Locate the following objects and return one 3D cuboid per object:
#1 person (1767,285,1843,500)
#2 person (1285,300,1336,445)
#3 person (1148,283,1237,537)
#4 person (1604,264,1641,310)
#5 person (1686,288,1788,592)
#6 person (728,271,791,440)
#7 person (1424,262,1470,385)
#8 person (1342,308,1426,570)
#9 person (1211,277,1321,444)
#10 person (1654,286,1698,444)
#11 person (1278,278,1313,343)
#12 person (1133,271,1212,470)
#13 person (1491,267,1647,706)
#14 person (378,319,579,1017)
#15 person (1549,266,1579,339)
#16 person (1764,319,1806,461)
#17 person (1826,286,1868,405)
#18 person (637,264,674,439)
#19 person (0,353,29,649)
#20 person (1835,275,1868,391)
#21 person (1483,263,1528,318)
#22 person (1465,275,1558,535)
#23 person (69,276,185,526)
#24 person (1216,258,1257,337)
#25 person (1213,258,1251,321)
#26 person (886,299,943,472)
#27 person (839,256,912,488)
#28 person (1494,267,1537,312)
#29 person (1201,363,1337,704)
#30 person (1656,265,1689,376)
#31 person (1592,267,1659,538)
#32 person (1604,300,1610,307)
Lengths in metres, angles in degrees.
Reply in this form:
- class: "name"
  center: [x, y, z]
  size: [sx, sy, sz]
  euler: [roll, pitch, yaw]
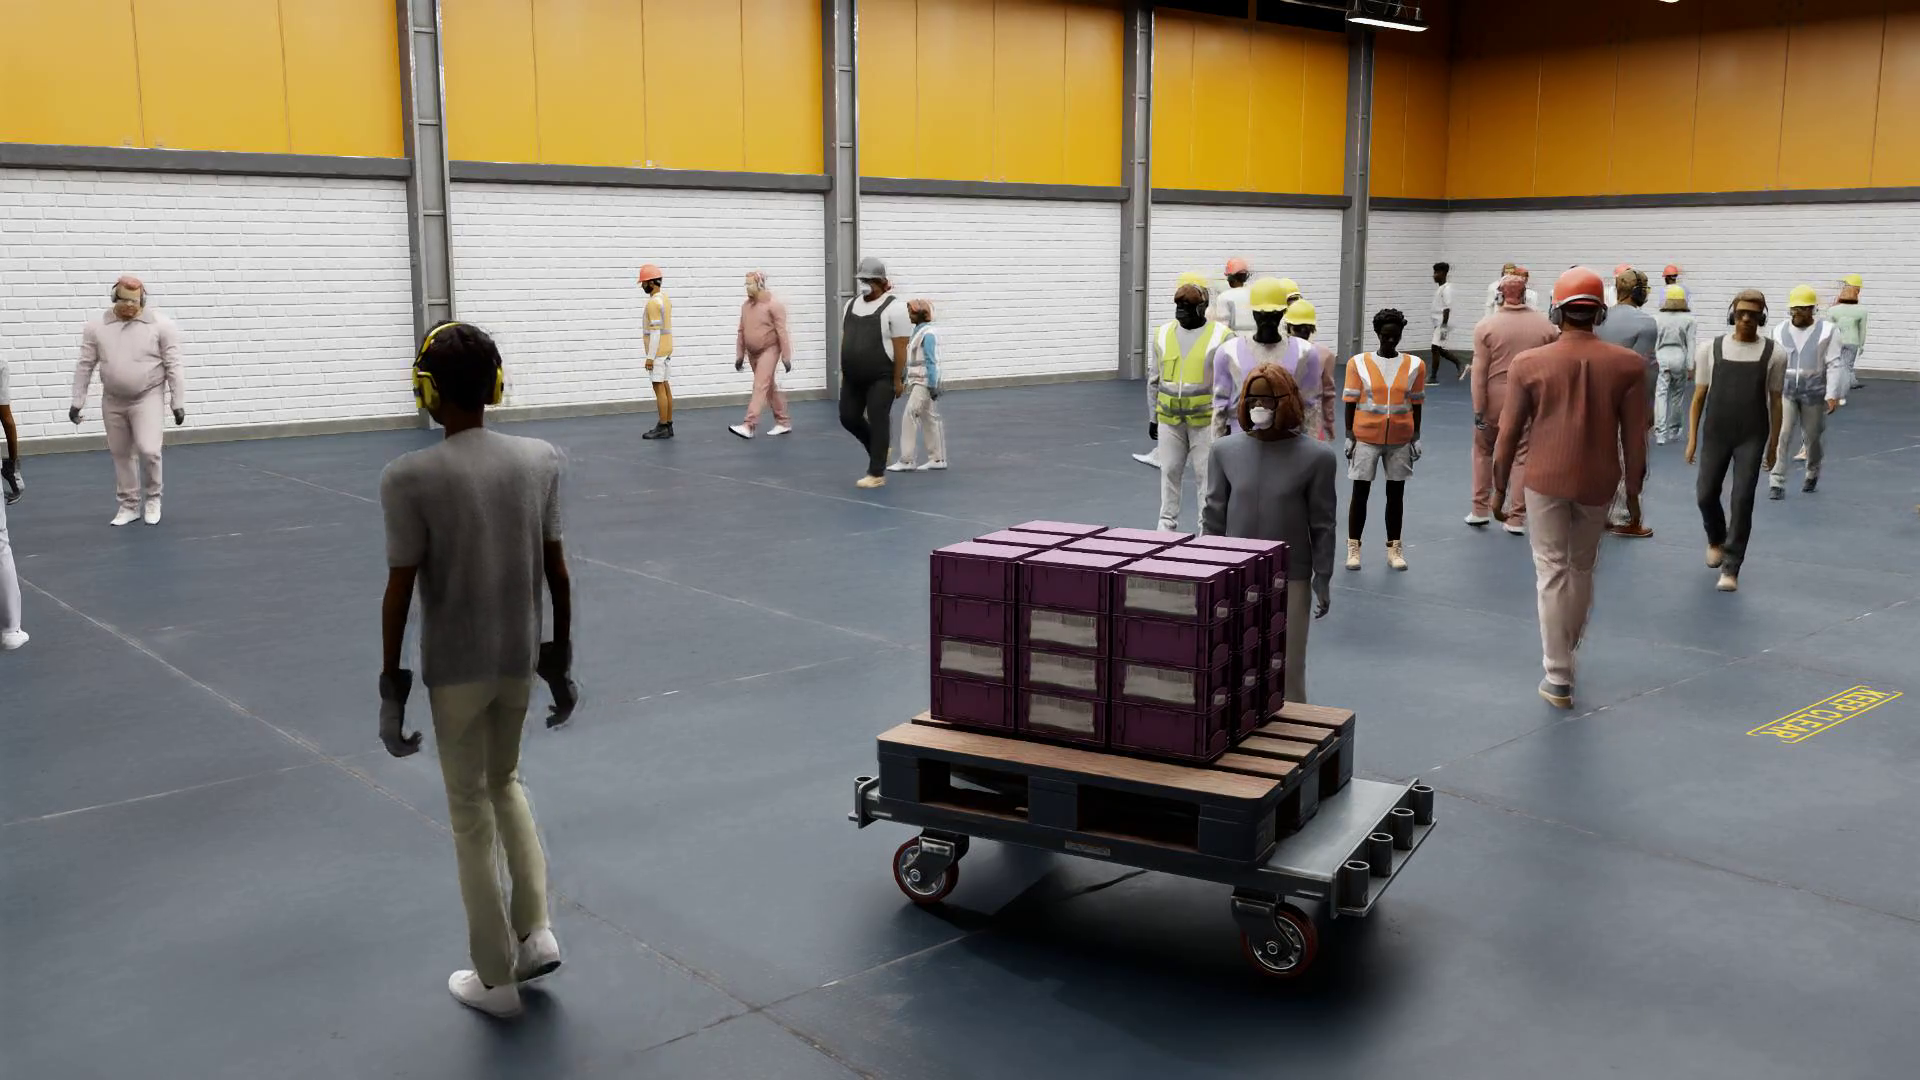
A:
- class: "person"
  center: [7.103, -1.252, 14.018]
  size: [0.588, 1.794, 0.892]
  euler: [7, 12, 34]
- class: "person"
  center: [2.322, -0.765, 11.339]
  size: [0.575, 1.720, 0.889]
  euler: [-1, 10, -4]
- class: "person"
  center: [1.567, -0.820, 11.335]
  size: [0.625, 1.840, 0.430]
  euler: [5, 11, 27]
- class: "person"
  center: [9.404, -2.987, 23.834]
  size: [0.562, 1.892, 0.930]
  euler: [7, 12, 35]
- class: "person"
  center: [4.742, -0.620, 10.178]
  size: [0.524, 1.833, 0.612]
  euler: [5, 11, 29]
- class: "person"
  center: [-2.252, -2.054, 18.527]
  size: [0.660, 1.844, 1.017]
  euler: [9, 13, 43]
- class: "person"
  center: [7.620, -3.382, 26.053]
  size: [0.753, 1.942, 0.607]
  euler: [1, 10, 4]
- class: "person"
  center: [2.725, -0.645, 10.728]
  size: [0.532, 1.696, 0.318]
  euler: [0, 10, 3]
- class: "person"
  center: [1.695, -0.492, 9.221]
  size: [0.585, 1.912, 0.430]
  euler: [0, 10, 3]
- class: "person"
  center: [7.725, -1.904, 18.085]
  size: [0.502, 1.684, 0.915]
  euler: [5, 11, 28]
- class: "person"
  center: [2.858, -1.367, 14.563]
  size: [0.404, 1.828, 0.592]
  euler: [7, 12, 36]
- class: "person"
  center: [2.144, -1.562, 15.556]
  size: [0.988, 1.871, 0.611]
  euler: [2, 10, 9]
- class: "person"
  center: [2.786, -0.271, 7.739]
  size: [0.647, 1.960, 0.905]
  euler: [1, 10, 4]
- class: "person"
  center: [-1.287, 0.354, 4.399]
  size: [0.386, 1.856, 0.549]
  euler: [9, 13, 42]
- class: "person"
  center: [8.592, -2.905, 23.416]
  size: [0.599, 1.891, 0.485]
  euler: [4, 11, 23]
- class: "person"
  center: [8.309, -1.627, 16.485]
  size: [0.320, 1.692, 0.531]
  euler: [-6, 11, -30]
- class: "person"
  center: [12.061, -2.648, 22.676]
  size: [0.500, 1.622, 0.378]
  euler: [5, 11, 27]
- class: "person"
  center: [-3.376, -2.082, 18.437]
  size: [0.370, 1.935, 0.543]
  euler: [1, 10, 6]
- class: "person"
  center: [-5.067, -0.349, 8.470]
  size: [0.514, 1.877, 0.328]
  euler: [-6, 12, -33]
- class: "person"
  center: [13.373, -3.092, 24.934]
  size: [0.826, 1.725, 0.538]
  euler: [1, 10, 6]
- class: "person"
  center: [8.548, -3.383, 26.126]
  size: [0.651, 1.899, 0.909]
  euler: [5, 11, 28]
- class: "person"
  center: [4.033, -0.999, 12.269]
  size: [0.640, 1.876, 0.760]
  euler: [0, 10, 2]
- class: "person"
  center: [-6.227, -1.028, 12.452]
  size: [0.773, 1.873, 0.468]
  euler: [-1, 10, -4]
- class: "person"
  center: [3.077, -2.147, 18.654]
  size: [0.628, 1.991, 1.024]
  euler: [-3, 10, -18]
- class: "person"
  center: [4.286, -3.424, 26.118]
  size: [0.611, 1.996, 0.378]
  euler: [4, 10, 22]
- class: "person"
  center: [-0.464, -1.437, 15.593]
  size: [0.698, 1.613, 0.527]
  euler: [-2, 10, -12]
- class: "person"
  center: [-0.772, -1.481, 14.612]
  size: [0.699, 2.000, 0.605]
  euler: [7, 12, 35]
- class: "person"
  center: [7.994, -3.004, 24.039]
  size: [0.616, 1.865, 0.482]
  euler: [4, 11, 24]
- class: "person"
  center: [1.147, 0.152, 6.238]
  size: [0.507, 1.631, 0.266]
  euler: [4, 11, 25]
- class: "person"
  center: [11.791, -3.601, 27.520]
  size: [0.541, 1.889, 1.022]
  euler: [-1, 10, -6]
- class: "person"
  center: [4.785, -0.987, 12.016]
  size: [0.372, 1.940, 0.630]
  euler: [-4, 10, -21]
- class: "person"
  center: [6.485, -1.837, 17.275]
  size: [0.429, 1.842, 0.636]
  euler: [-1, 10, -3]
